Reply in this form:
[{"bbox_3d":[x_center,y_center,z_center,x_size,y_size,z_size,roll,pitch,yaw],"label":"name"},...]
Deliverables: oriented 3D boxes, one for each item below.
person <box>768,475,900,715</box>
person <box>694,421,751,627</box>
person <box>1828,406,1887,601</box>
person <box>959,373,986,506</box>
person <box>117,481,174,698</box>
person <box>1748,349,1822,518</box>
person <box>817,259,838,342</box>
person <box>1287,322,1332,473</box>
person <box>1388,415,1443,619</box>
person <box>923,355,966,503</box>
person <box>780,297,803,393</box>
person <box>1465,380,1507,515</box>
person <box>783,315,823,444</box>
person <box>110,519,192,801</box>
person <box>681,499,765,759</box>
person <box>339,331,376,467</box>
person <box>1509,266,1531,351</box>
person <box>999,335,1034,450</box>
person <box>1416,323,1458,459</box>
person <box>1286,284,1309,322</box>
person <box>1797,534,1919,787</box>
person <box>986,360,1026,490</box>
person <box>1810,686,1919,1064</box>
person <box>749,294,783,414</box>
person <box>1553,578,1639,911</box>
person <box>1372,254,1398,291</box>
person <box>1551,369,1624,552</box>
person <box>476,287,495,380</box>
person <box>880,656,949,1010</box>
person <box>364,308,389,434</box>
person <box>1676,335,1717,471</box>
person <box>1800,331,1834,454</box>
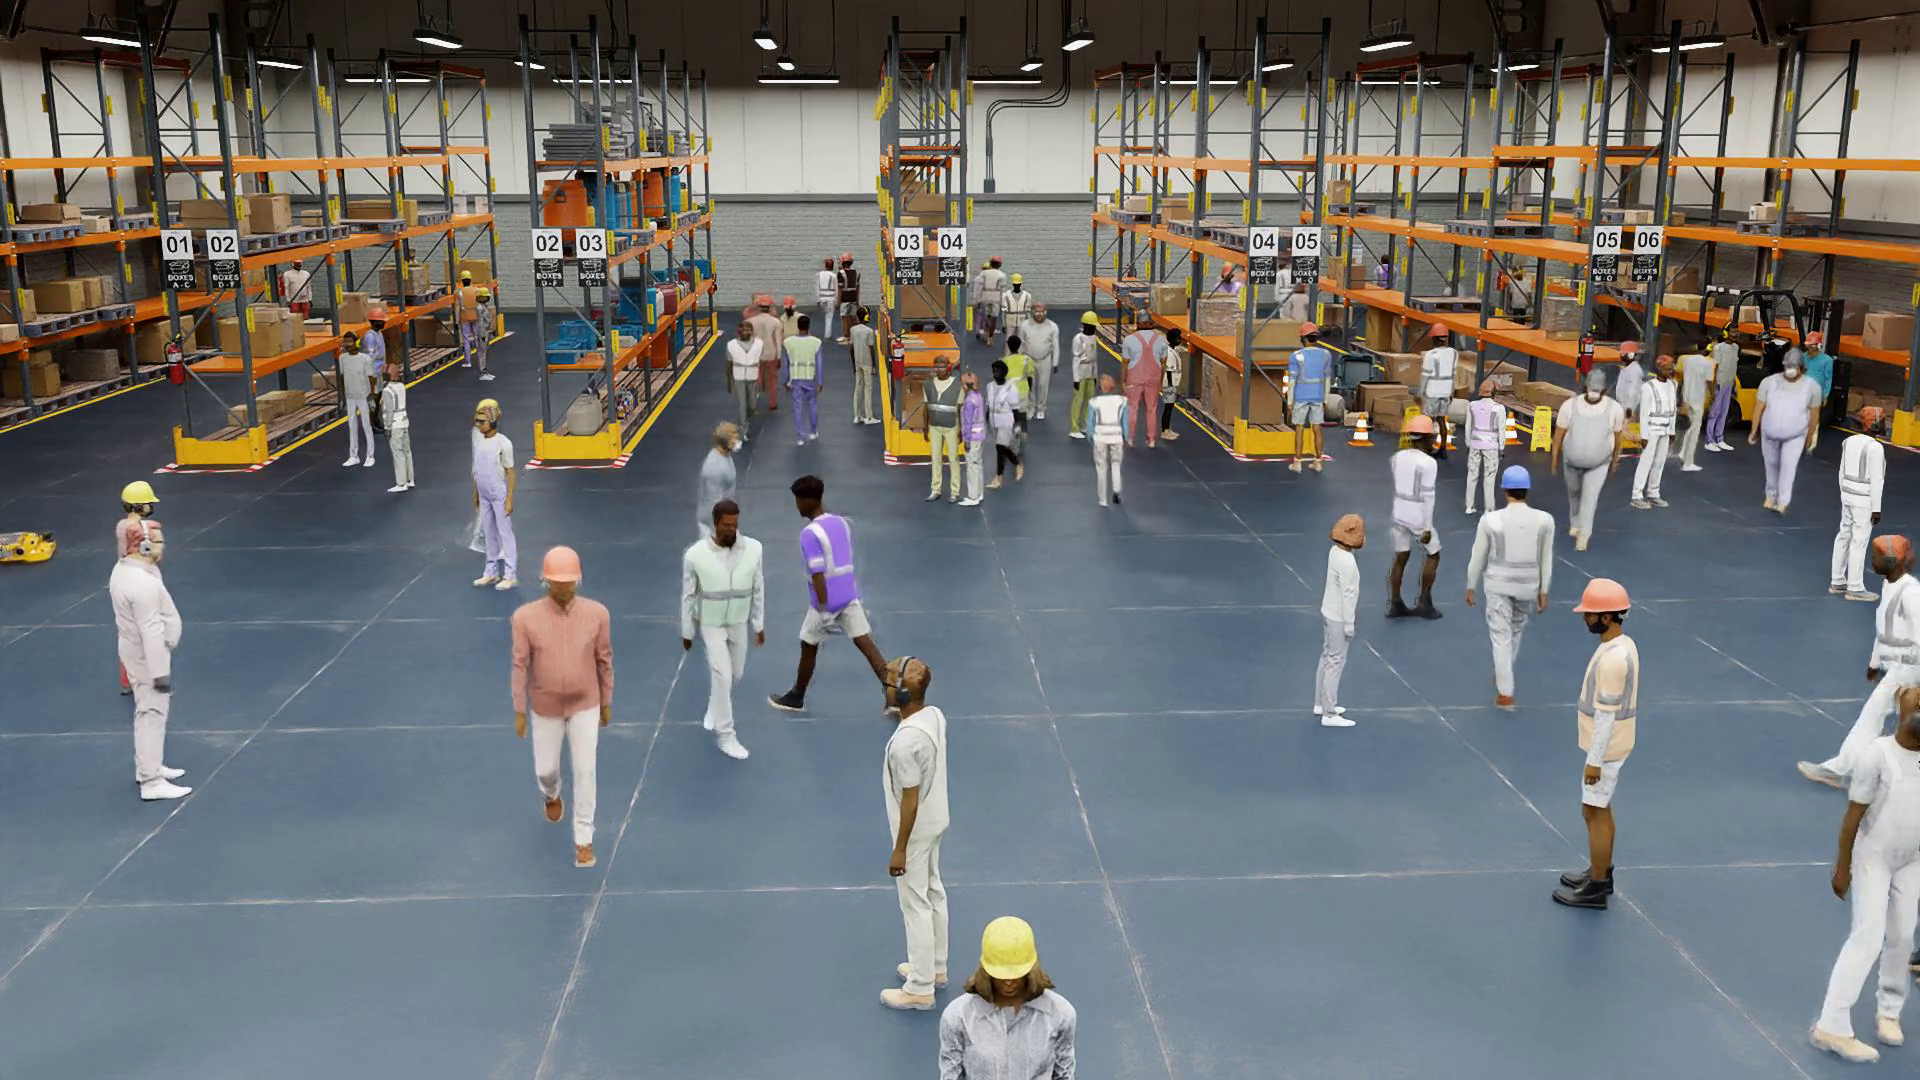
[{"bbox_3d":[-0.925,0.442,12.750,1.093,1.894,0.660,8,15,29],"label":"person"},{"bbox_3d":[-2.160,-0.133,15.139,0.601,1.911,0.649,0,13,-1],"label":"person"},{"bbox_3d":[8.736,-0.359,16.125,0.354,1.883,0.573,-1,13,-4],"label":"person"},{"bbox_3d":[0.160,-1.234,20.373,0.315,1.632,0.519,3,14,14],"label":"person"},{"bbox_3d":[-6.483,0.403,13.190,0.538,1.755,0.384,12,18,41],"label":"person"},{"bbox_3d":[9.826,-1.319,19.854,0.701,2.000,1.042,10,16,35],"label":"person"},{"bbox_3d":[-2.904,-5.449,37.733,0.599,1.857,0.722,9,16,34],"label":"person"},{"bbox_3d":[4.675,-1.915,22.404,0.612,2.034,0.406,-2,14,-10],"label":"person"},{"bbox_3d":[4.269,-0.209,15.430,0.582,1.908,0.561,-8,15,-29],"label":"person"},{"bbox_3d":[-0.189,-1.376,20.540,0.562,1.836,0.383,6,14,22],"label":"person"},{"bbox_3d":[-3.040,-3.502,29.813,0.566,1.700,0.891,9,16,33],"label":"person"},{"bbox_3d":[6.223,-1.085,19.727,0.310,1.640,0.514,-13,18,-43],"label":"person"},{"bbox_3d":[-2.330,-2.404,24.802,0.596,1.885,0.901,-1,13,-3],"label":"person"},{"bbox_3d":[-5.444,0.795,11.211,0.399,1.901,0.655,-8,16,-32],"label":"person"},{"bbox_3d":[-1.752,0.588,12.122,0.594,1.889,0.831,-8,15,-30],"label":"person"},{"bbox_3d":[-8.278,-1.935,22.828,0.520,1.874,0.332,3,14,10],"label":"person"},{"bbox_3d":[12.070,-4.992,35.936,0.489,1.808,0.867,6,14,22],"label":"person"},{"bbox_3d":[0.812,-2.128,24.085,0.536,1.675,0.700,-1,13,-3],"label":"person"},{"bbox_3d":[6.660,-2.063,23.249,0.565,1.929,0.400,-6,15,-26],"label":"person"},{"bbox_3d":[7.035,-4.560,34.558,0.522,1.588,0.866,2,13,7],"label":"person"},{"bbox_3d":[6.355,0.855,11.171,1.067,1.809,0.580,6,15,24],"label":"person"},{"bbox_3d":[0.610,-1.515,21.491,0.740,1.671,0.550,-12,18,-41],"label":"person"},{"bbox_3d":[4.465,1.587,8.031,0.623,1.815,0.416,-5,14,-19],"label":"person"},{"bbox_3d":[-3.225,-3.031,27.287,0.638,1.964,0.883,3,14,13],"label":"person"},{"bbox_3d":[3.677,1.165,9.585,0.391,1.924,0.553,6,15,24],"label":"person"},{"bbox_3d":[10.082,-5.873,39.582,0.634,1.837,0.429,-3,14,-11],"label":"person"},{"bbox_3d":[6.915,-0.966,18.359,0.692,2.000,1.056,7,15,26],"label":"person"},{"bbox_3d":[-8.965,-3.896,31.408,0.322,1.742,0.493,-1,13,-6],"label":"person"},{"bbox_3d":[-0.228,1.476,8.434,0.325,1.843,0.517,4,14,18],"label":"person"},{"bbox_3d":[-8.921,-2.592,25.516,0.421,1.924,0.558,-1,13,-3],"label":"person"},{"bbox_3d":[9.975,-1.859,22.575,0.472,1.838,0.674,-6,14,-22],"label":"person"},{"bbox_3d":[12.153,-2.112,23.828,0.332,1.749,0.573,-12,18,-42],"label":"person"}]
